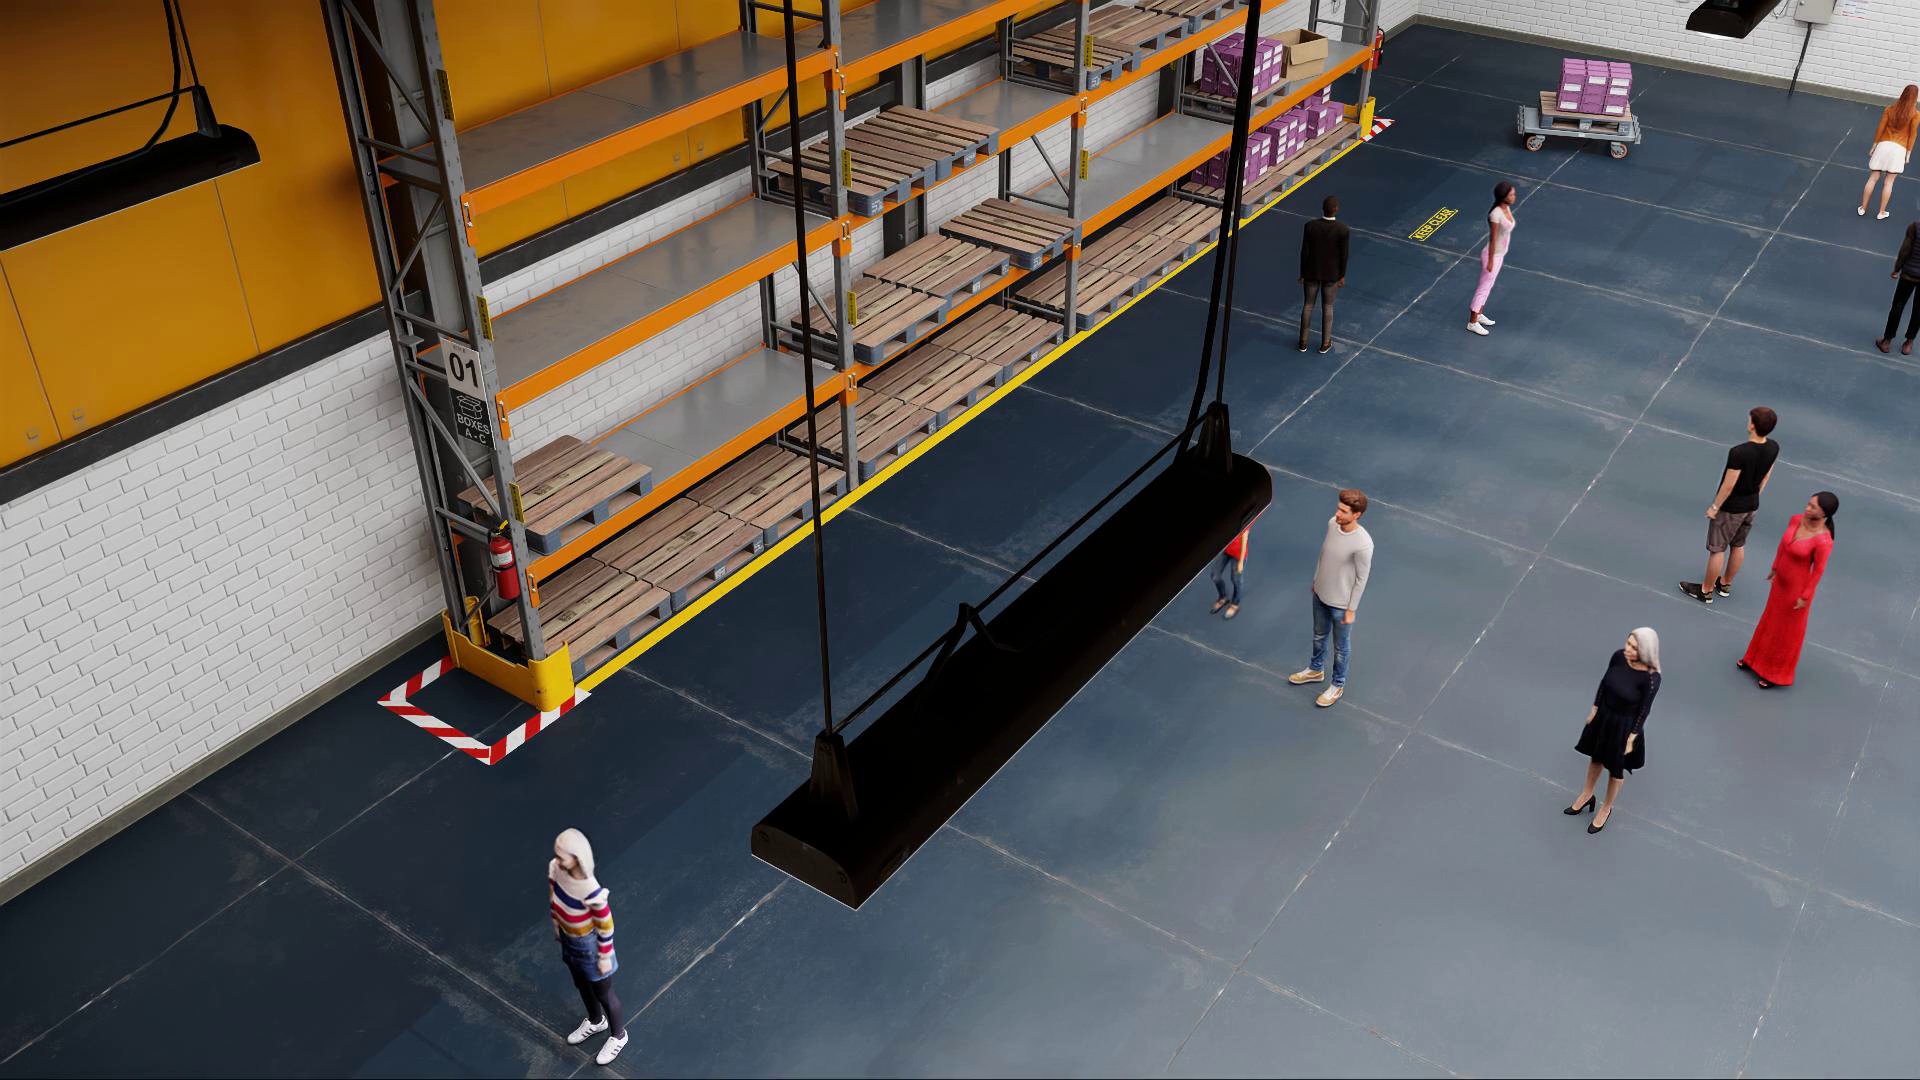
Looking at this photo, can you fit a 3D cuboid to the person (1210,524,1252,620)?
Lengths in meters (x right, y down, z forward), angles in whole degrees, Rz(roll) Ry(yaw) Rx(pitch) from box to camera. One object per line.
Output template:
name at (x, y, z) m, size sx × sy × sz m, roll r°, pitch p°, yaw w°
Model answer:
person at (2.353, 0.076, 14.075) m, size 0.515 × 1.300 × 0.540 m, roll 27°, pitch 42°, yaw 34°

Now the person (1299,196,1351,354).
person at (3.940, -2.888, 18.083) m, size 0.723 × 1.800 × 0.680 m, roll 9°, pitch 35°, yaw 13°

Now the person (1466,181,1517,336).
person at (5.946, -3.166, 18.553) m, size 0.657 × 1.741 × 0.467 m, roll 18°, pitch 37°, yaw 24°

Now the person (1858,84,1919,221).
person at (11.918, -4.977, 21.299) m, size 0.631 × 1.719 × 0.569 m, roll 24°, pitch 40°, yaw 31°

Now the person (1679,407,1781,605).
person at (6.607, -0.300, 14.134) m, size 0.711 × 1.862 × 0.823 m, roll -14°, pitch 36°, yaw -20°

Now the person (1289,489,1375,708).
person at (2.953, 0.422, 13.008) m, size 0.733 × 1.906 × 0.742 m, roll -17°, pitch 37°, yaw -24°

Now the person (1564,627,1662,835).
person at (4.643, 1.332, 11.782) m, size 0.707 × 1.747 × 0.689 m, roll -16°, pitch 37°, yaw -22°

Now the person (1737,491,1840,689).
person at (6.607, 0.382, 13.178) m, size 0.781 × 1.783 × 0.729 m, roll -7°, pitch 34°, yaw -11°

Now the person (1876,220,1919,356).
person at (10.424, -2.895, 18.060) m, size 0.758 × 1.836 × 0.693 m, roll 10°, pitch 35°, yaw 14°

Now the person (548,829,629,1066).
person at (-2.257, 2.439, 10.061) m, size 0.665 × 1.809 × 0.518 m, roll 24°, pitch 41°, yaw 32°
